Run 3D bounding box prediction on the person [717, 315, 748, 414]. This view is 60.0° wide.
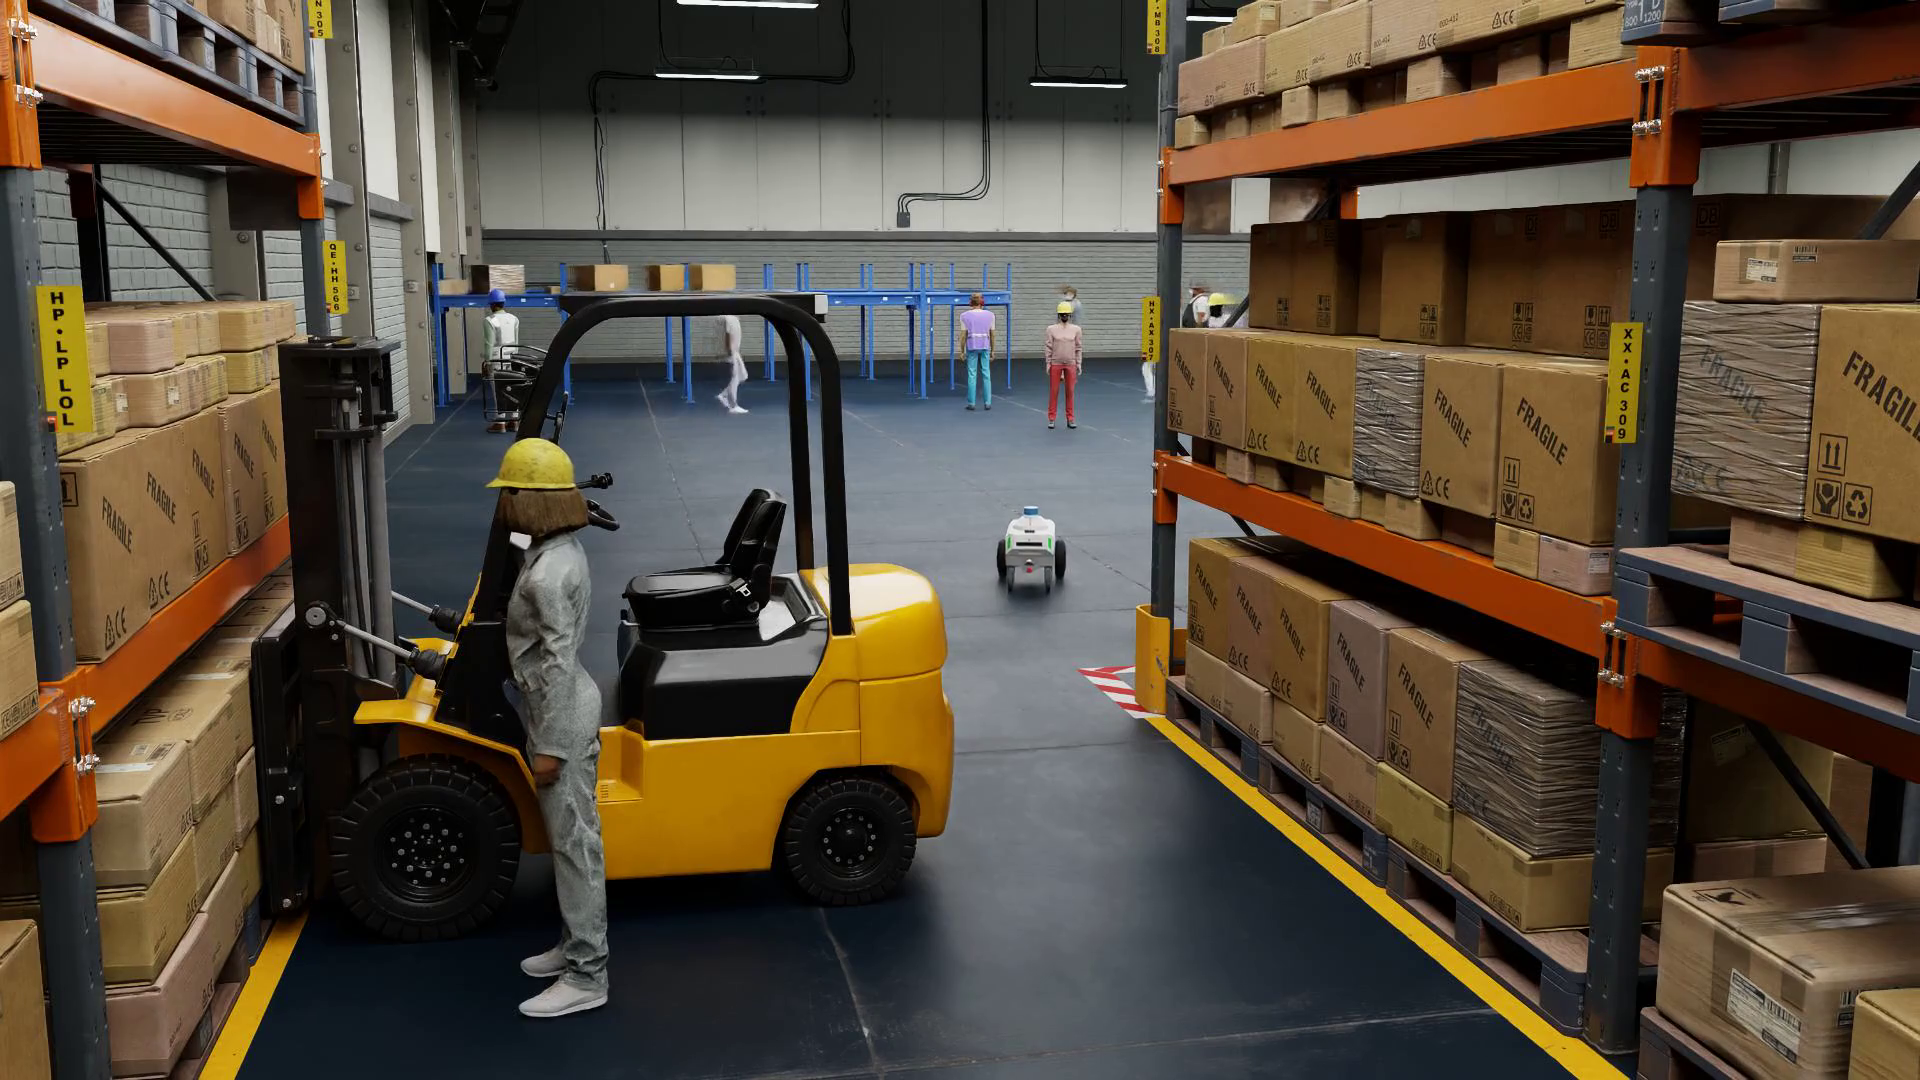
[{"bbox_3d":[-3.495,-2.878,25.676,0.433,1.845,0.539,1,9,8],"label":"person"}]

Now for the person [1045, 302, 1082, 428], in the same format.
[{"bbox_3d":[1.456,-2.455,23.348,0.523,1.769,0.313,-1,9,-6],"label":"person"}]

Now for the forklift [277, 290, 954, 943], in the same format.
[{"bbox_3d":[-1.179,0.175,6.143,2.313,2.155,1.214,-2,10,-12],"label":"forklift"}]

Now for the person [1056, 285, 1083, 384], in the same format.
[{"bbox_3d":[2.082,-3.991,32.340,0.345,1.911,0.794,-7,12,-38],"label":"person"}]

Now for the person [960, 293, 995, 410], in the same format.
[{"bbox_3d":[0.278,-2.991,26.389,0.564,1.839,0.395,-2,9,-11],"label":"person"}]

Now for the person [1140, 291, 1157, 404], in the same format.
[{"bbox_3d":[3.190,-3.143,27.224,0.618,1.864,0.621,6,11,33],"label":"person"}]

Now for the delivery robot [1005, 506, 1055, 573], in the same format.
[{"bbox_3d":[0.507,0.002,11.897,0.477,0.478,0.707,1,9,4],"label":"delivery robot"}]

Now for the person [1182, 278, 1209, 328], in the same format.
[{"bbox_3d":[4.791,-4.338,34.118,0.599,2.000,0.703,-1,9,-6],"label":"person"}]

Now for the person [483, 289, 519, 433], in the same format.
[{"bbox_3d":[-6.278,-2.449,22.752,0.380,1.950,0.605,5,10,27],"label":"person"}]

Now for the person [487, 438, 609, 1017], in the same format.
[{"bbox_3d":[-1.241,0.559,5.040,0.307,1.745,0.484,-2,9,-10],"label":"person"}]

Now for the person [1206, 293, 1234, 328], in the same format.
[{"bbox_3d":[3.987,-2.771,24.955,0.992,1.882,0.594,-4,10,-24],"label":"person"}]
